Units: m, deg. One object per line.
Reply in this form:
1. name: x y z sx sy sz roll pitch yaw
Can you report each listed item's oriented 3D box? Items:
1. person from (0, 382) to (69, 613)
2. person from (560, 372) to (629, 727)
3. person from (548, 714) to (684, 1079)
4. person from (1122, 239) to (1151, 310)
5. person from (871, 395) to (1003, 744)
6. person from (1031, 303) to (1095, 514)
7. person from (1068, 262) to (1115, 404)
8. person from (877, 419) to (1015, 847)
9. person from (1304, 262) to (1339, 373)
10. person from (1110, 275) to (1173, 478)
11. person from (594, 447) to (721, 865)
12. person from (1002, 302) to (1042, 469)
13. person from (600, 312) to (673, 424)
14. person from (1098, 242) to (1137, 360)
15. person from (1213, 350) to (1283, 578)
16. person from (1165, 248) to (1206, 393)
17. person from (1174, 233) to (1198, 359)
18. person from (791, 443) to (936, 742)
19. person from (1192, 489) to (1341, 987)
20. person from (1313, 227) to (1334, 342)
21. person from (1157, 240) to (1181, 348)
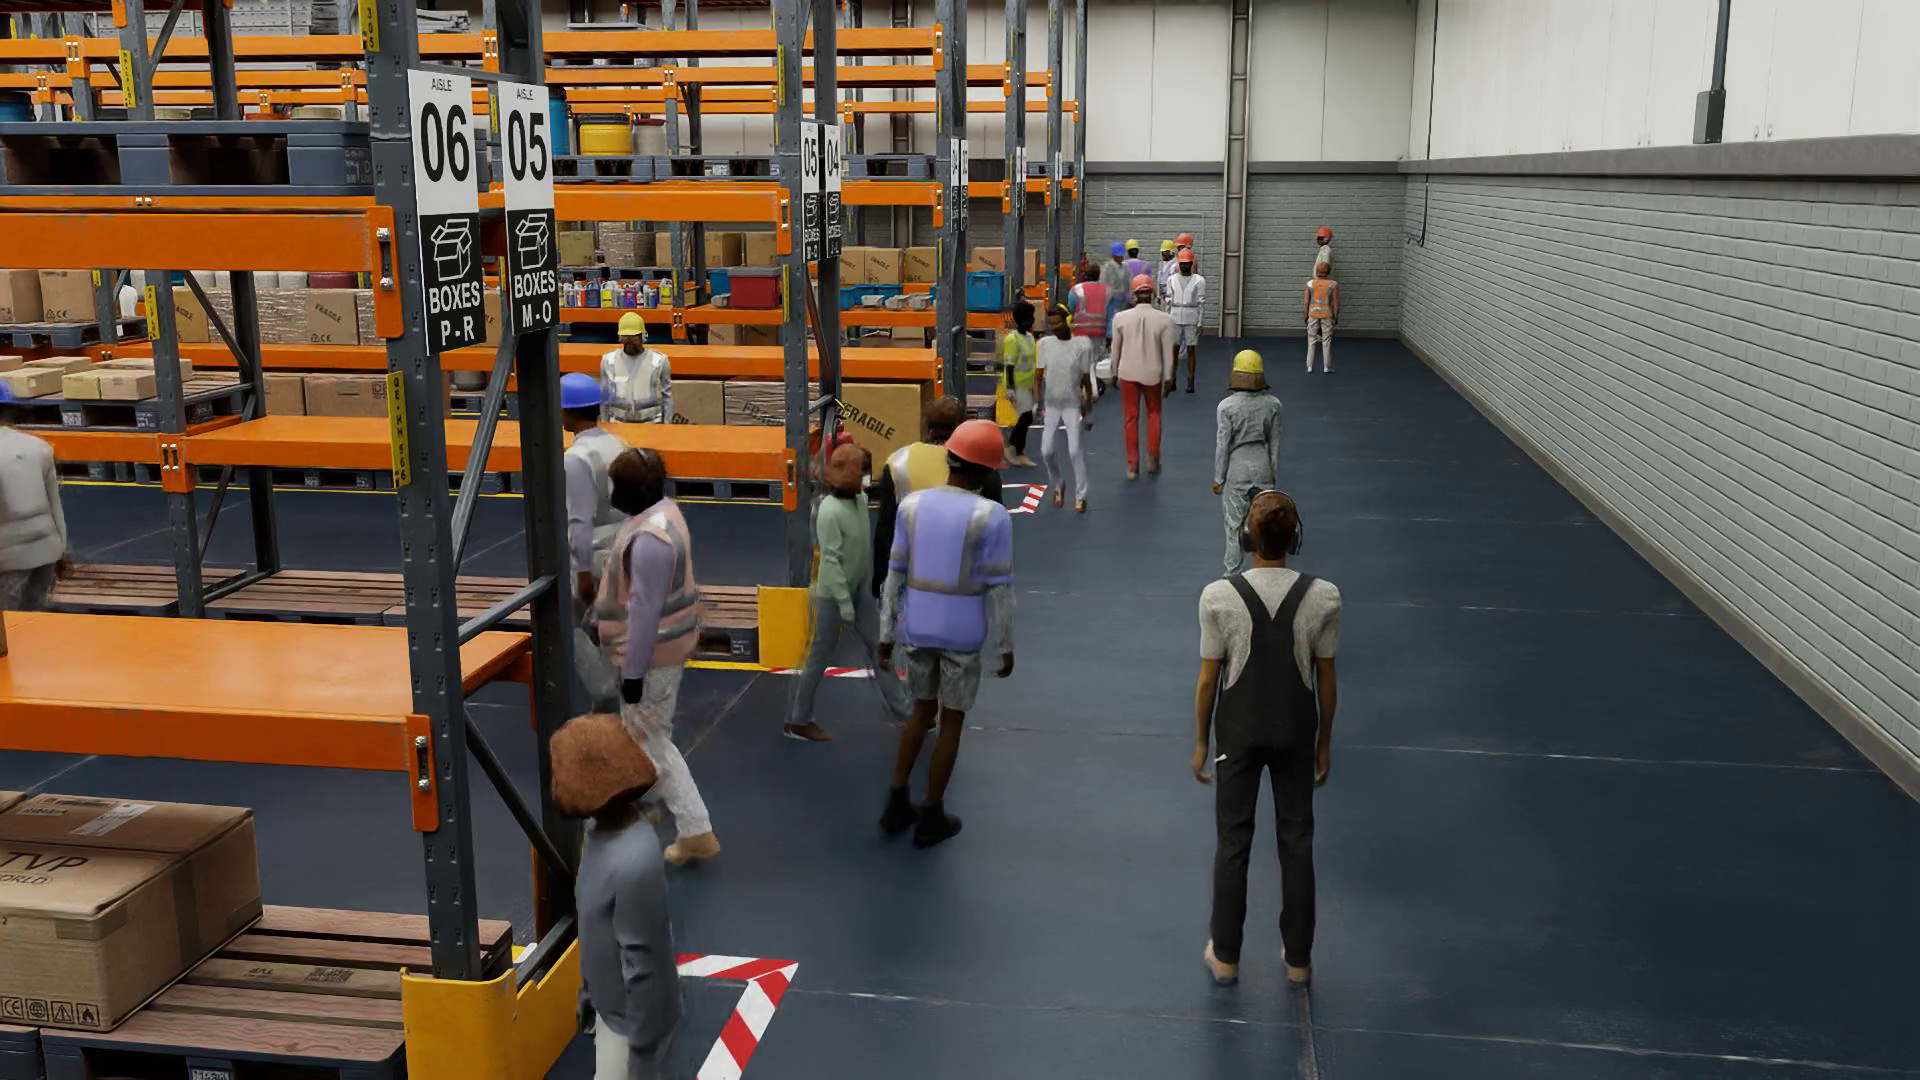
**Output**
1. person: -4.948 0.081 8.776 0.657 1.925 0.639 3 13 15
2. person: -1.926 0.084 8.737 0.443 1.927 0.632 3 13 12
3. person: -0.861 1.234 4.275 0.354 1.612 0.519 -5 13 -21
4. person: 2.744 -3.832 26.500 0.587 1.897 0.535 1 13 4
5. person: -0.081 0.138 8.801 0.681 1.802 0.882 3 13 12
6. person: 0.910 -1.146 14.498 0.520 1.840 0.531 5 13 22
7. person: 1.688 -2.678 21.504 0.624 1.809 0.889 -5 13 -20
8. person: -0.033 0.408 7.361 0.563 1.889 0.536 7 14 27
9. person: 5.347 -3.288 24.633 0.520 1.636 0.312 6 14 24
10. person: 1.782 -1.615 16.356 0.610 1.950 0.803 2 13 7
11. person: -1.345 0.490 7.241 0.573 1.816 0.676 -1 13 -6
12. person: 0.624 -1.526 16.570 0.375 1.683 0.545 6 14 25
13. person: -2.652 -0.951 13.639 0.595 1.831 0.403 -1 13 -4
14. person: 2.375 -3.629 25.599 0.720 1.897 0.814 -9 15 -35
15. person: 1.994 -0.455 11.612 0.484 1.741 0.302 -3 13 -14
16. person: 3.022 -2.953 22.440 0.542 1.938 0.358 4 13 19
17. person: 3.588 -3.886 26.547 0.406 1.986 0.613 -1 13 -6
18. person: -0.513 0.297 8.558 0.845 1.588 0.515 6 14 24
19. person: 1.104 0.726 6.041 0.507 1.846 0.341 1 13 5
20. person: 6.363 -4.490 29.253 0.390 1.994 0.619 2 13 8
21. person: 3.534 -4.145 28.097 0.405 1.820 0.598 -8 15 -33
